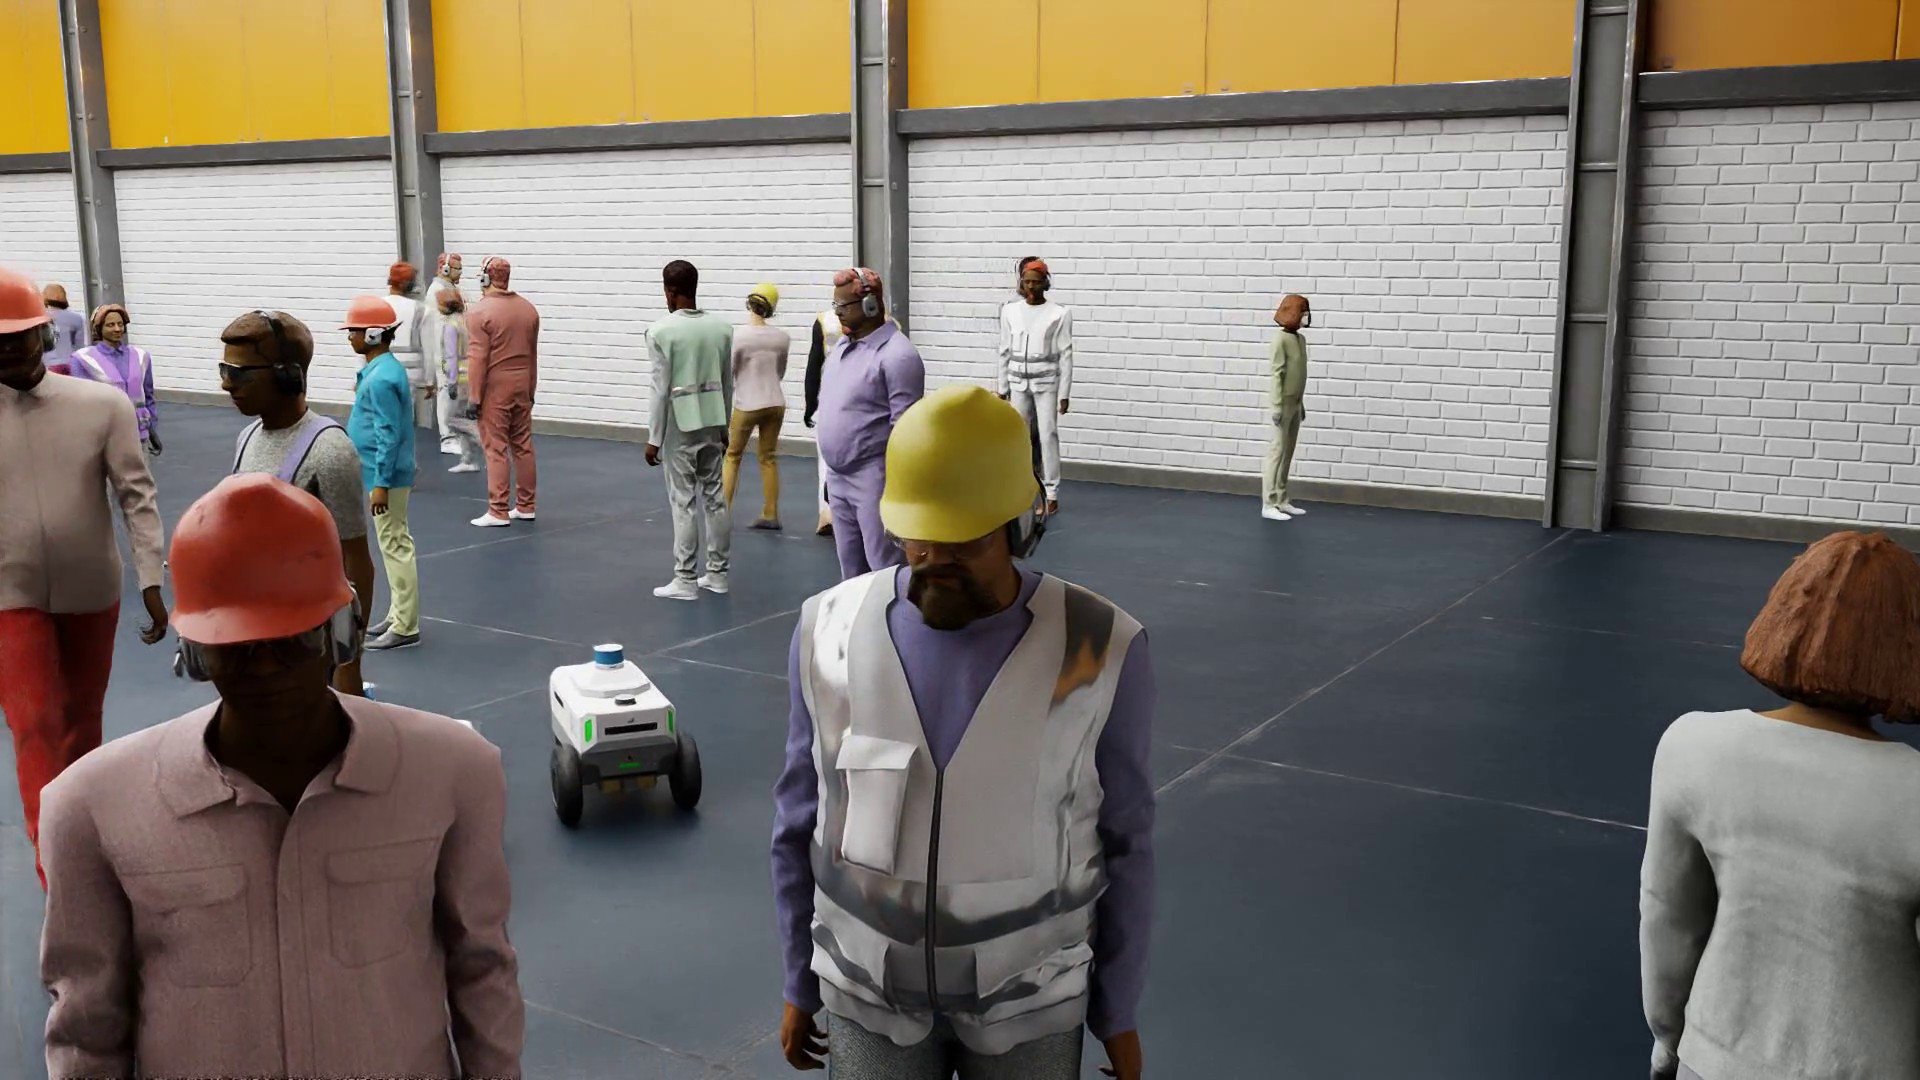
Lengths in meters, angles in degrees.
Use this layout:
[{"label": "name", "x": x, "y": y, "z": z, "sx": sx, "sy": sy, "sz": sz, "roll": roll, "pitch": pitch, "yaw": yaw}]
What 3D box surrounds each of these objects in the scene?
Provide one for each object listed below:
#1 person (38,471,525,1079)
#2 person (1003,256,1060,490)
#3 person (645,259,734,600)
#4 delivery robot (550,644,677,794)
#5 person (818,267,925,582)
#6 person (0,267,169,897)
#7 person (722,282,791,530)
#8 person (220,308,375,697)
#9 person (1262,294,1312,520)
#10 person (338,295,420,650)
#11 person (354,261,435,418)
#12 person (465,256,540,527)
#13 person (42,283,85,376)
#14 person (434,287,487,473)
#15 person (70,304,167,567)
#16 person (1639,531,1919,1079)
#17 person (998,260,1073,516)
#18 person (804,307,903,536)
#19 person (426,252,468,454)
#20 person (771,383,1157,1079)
[{"label": "person", "x": -0.823, "y": 0.780, "z": 2.101, "sx": 0.563, "sy": 1.752, "sz": 0.341, "roll": -5, "pitch": 11, "yaw": -24}, {"label": "person", "x": 0.518, "y": -1.321, "z": 13.340, "sx": 0.533, "sy": 1.893, "sz": 0.620, "roll": 5, "pitch": 11, "yaw": 26}, {"label": "person", "x": -1.518, "y": -0.616, "z": 9.394, "sx": 0.392, "sy": 1.915, "sz": 0.590, "roll": 8, "pitch": 13, "yaw": 39}, {"label": "delivery robot", "x": -1.267, "y": 0.622, "z": 6.042, "sx": 0.477, "sy": 0.478, "sz": 0.707, "roll": -4, "pitch": 11, "yaw": -23}, {"label": "person", "x": -0.441, "y": -0.269, "z": 7.514, "sx": 0.406, "sy": 1.902, "sz": 0.639, "roll": -7, "pitch": 12, "yaw": -35}, {"label": "person", "x": -2.712, "y": 0.166, "z": 4.975, "sx": 0.610, "sy": 1.930, "sz": 1.021, "roll": -8, "pitch": 13, "yaw": -37}, {"label": "person", "x": -1.463, "y": -0.918, "z": 11.562, "sx": 0.576, "sy": 1.739, "sz": 0.468, "roll": -7, "pitch": 12, "yaw": -34}, {"label": "person", "x": -1.795, "y": 0.297, "z": 4.533, "sx": 0.516, "sy": 1.842, "sz": 0.328, "roll": 8, "pitch": 13, "yaw": 36}, {"label": "person", "x": 2.391, "y": -0.969, "z": 12.126, "sx": 0.266, "sy": 1.631, "sz": 0.507, "roll": 7, "pitch": 12, "yaw": 32}, {"label": "person", "x": -2.877, "y": -0.334, "z": 8.273, "sx": 0.327, "sy": 1.752, "sz": 0.561, "roll": -3, "pitch": 11, "yaw": -17}, {"label": "person", "x": -4.569, "y": -1.318, "z": 13.466, "sx": 0.639, "sy": 1.856, "sz": 0.593, "roll": -3, "pitch": 11, "yaw": -16}, {"label": "person", "x": -3.268, "y": -1.047, "z": 11.806, "sx": 0.409, "sy": 1.907, "sz": 0.650, "roll": 5, "pitch": 12, "yaw": 27}, {"label": "person", "x": -8.704, "y": -1.678, "z": 16.108, "sx": 0.533, "sy": 1.610, "sz": 0.512, "roll": 8, "pitch": 13, "yaw": 39}, {"label": "person", "x": -4.240, "y": -1.360, "z": 14.312, "sx": 0.487, "sy": 1.618, "sz": 0.567, "roll": 0, "pitch": 10, "yaw": 1}, {"label": "person", "x": -5.136, "y": -0.615, "z": 10.151, "sx": 0.307, "sy": 1.640, "sz": 0.521, "roll": 6, "pitch": 12, "yaw": 32}, {"label": "person", "x": 1.201, "y": 0.794, "z": 2.363, "sx": 0.280, "sy": 1.633, "sz": 0.500, "roll": -8, "pitch": 13, "yaw": -37}, {"label": "person", "x": 0.554, "y": -1.116, "z": 12.274, "sx": 0.581, "sy": 1.879, "sz": 0.344, "roll": 5, "pitch": 11, "yaw": 26}, {"label": "person", "x": -0.709, "y": -0.887, "z": 11.200, "sx": 0.663, "sy": 1.810, "sz": 0.454, "roll": -1, "pitch": 10, "yaw": -3}, {"label": "person", "x": -4.830, "y": -1.773, "z": 15.835, "sx": 0.407, "sy": 1.906, "sz": 0.638, "roll": -2, "pitch": 10, "yaw": -9}, {"label": "person", "x": -0.004, "y": 0.671, "z": 2.521, "sx": 0.589, "sy": 1.822, "sz": 0.403, "roll": 2, "pitch": 10, "yaw": 10}]
